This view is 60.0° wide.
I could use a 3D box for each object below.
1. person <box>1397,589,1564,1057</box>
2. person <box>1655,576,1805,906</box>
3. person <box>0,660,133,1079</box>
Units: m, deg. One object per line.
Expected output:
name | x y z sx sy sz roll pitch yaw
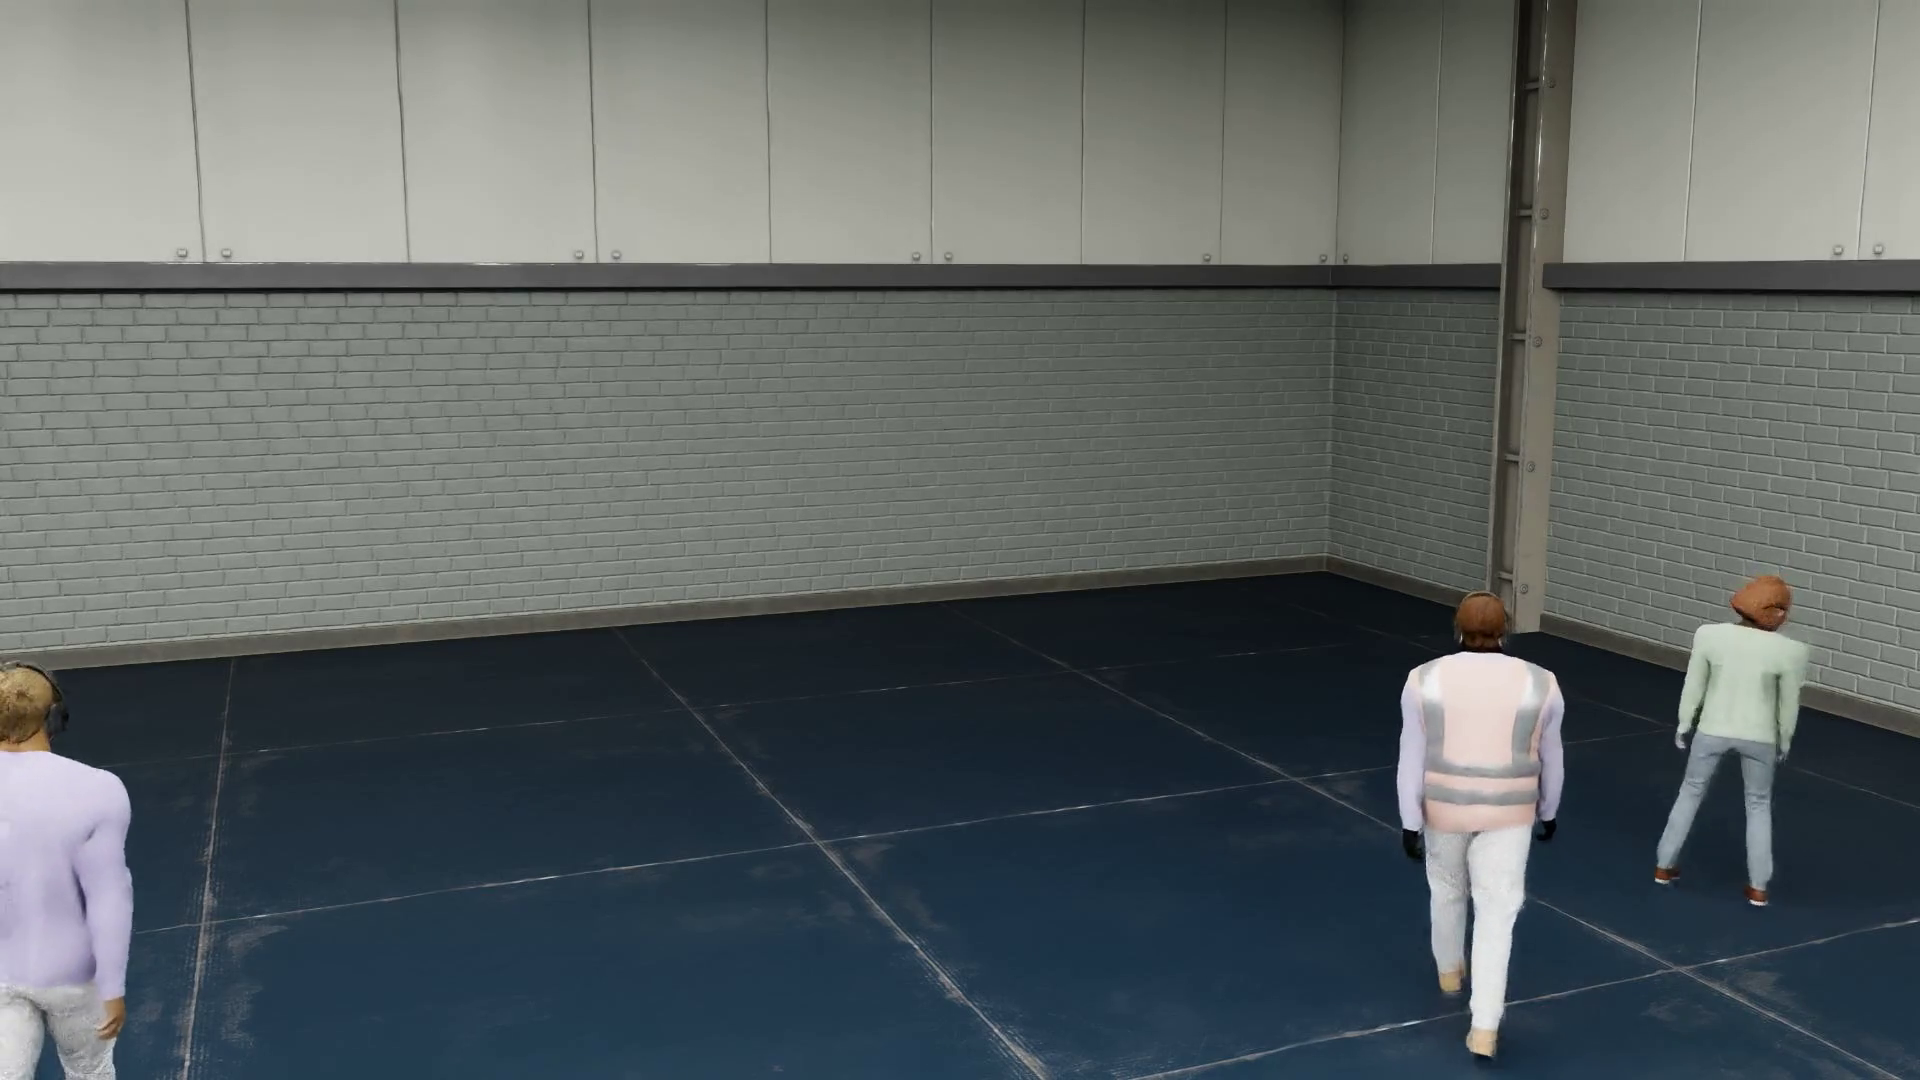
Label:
person | 2.079 1.093 6.669 0.629 1.801 0.986 3 10 19
person | 3.752 0.958 8.072 0.570 1.602 0.311 6 11 31
person | -2.801 1.303 5.004 0.634 1.900 1.011 -1 9 -9
